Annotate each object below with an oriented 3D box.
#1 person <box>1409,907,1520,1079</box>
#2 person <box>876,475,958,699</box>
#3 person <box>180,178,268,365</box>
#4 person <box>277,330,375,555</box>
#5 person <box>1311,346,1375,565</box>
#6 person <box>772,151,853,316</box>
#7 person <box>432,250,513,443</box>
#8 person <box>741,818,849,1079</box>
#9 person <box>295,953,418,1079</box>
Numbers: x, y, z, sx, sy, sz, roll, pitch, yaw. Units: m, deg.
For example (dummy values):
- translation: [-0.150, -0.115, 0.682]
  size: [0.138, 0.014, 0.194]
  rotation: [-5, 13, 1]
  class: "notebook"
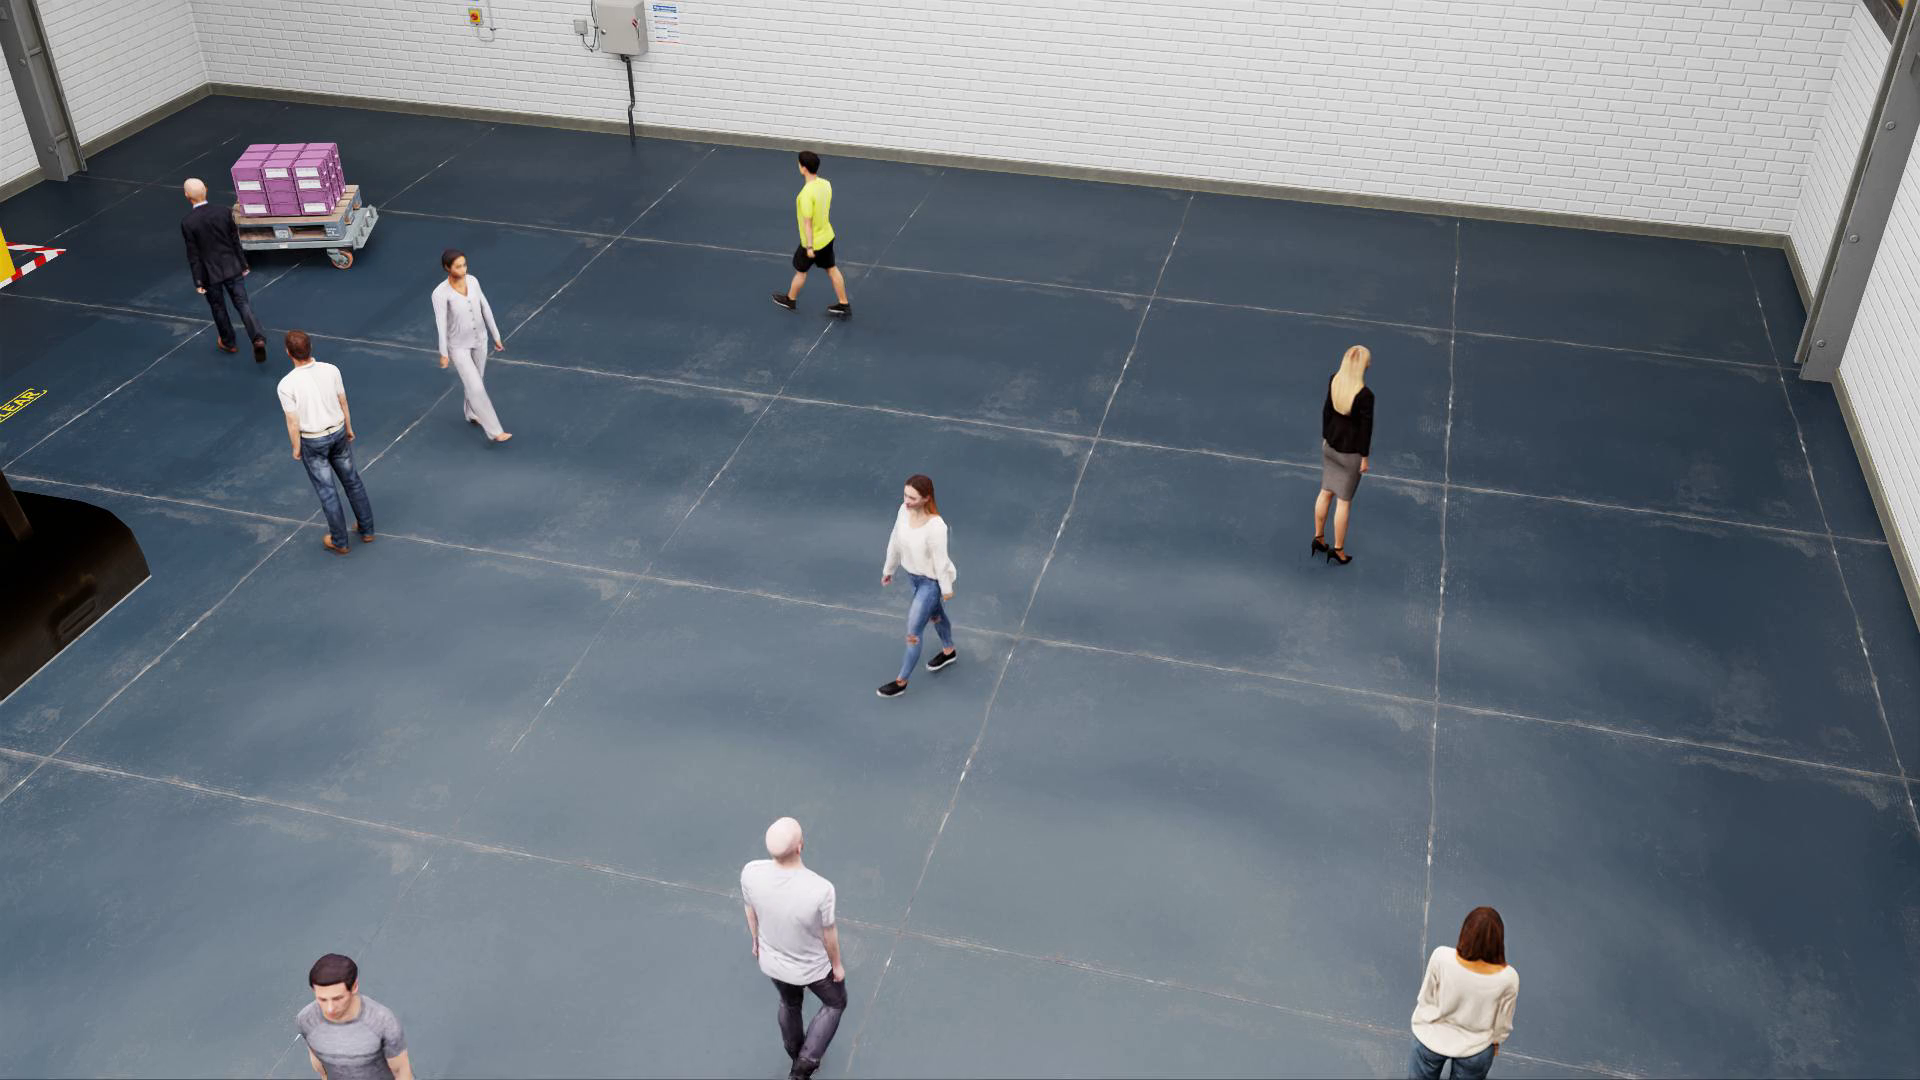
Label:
- translation: [2.418, 2.437, 8.133]
  size: [0.631, 1.678, 0.570]
  rotation: [12, 35, 17]
  class: "person"
- translation: [-0.178, 0.249, 11.445]
  size: [1.095, 1.654, 0.996]
  rotation: [-21, 39, -29]
  class: "person"
- translation: [-6.824, -2.473, 15.427]
  size: [1.159, 1.780, 1.112]
  rotation: [-28, 43, -35]
  class: "person"
- translation: [-4.886, -0.759, 12.782]
  size: [0.805, 1.853, 0.676]
  rotation: [28, 43, 35]
  class: "person"
- translation: [2.899, -0.639, 12.610]
  size: [0.734, 1.843, 0.691]
  rotation: [-22, 39, -29]
  class: "person"
- translation: [-1.331, -2.945, 16.241]
  size: [0.901, 1.665, 1.076]
  rotation: [18, 38, 25]
  class: "person"
- translation: [-4.301, -1.712, 14.350]
  size: [0.955, 1.704, 1.051]
  rotation: [22, 39, 29]
  class: "person"
- translation: [-0.858, 2.169, 8.404]
  size: [0.736, 1.824, 0.887]
  rotation: [14, 36, 20]
  class: "person"
- translation: [-2.718, 2.541, 7.837]
  size: [0.856, 1.831, 1.263]
  rotation: [0, 34, 1]
  class: "person"
